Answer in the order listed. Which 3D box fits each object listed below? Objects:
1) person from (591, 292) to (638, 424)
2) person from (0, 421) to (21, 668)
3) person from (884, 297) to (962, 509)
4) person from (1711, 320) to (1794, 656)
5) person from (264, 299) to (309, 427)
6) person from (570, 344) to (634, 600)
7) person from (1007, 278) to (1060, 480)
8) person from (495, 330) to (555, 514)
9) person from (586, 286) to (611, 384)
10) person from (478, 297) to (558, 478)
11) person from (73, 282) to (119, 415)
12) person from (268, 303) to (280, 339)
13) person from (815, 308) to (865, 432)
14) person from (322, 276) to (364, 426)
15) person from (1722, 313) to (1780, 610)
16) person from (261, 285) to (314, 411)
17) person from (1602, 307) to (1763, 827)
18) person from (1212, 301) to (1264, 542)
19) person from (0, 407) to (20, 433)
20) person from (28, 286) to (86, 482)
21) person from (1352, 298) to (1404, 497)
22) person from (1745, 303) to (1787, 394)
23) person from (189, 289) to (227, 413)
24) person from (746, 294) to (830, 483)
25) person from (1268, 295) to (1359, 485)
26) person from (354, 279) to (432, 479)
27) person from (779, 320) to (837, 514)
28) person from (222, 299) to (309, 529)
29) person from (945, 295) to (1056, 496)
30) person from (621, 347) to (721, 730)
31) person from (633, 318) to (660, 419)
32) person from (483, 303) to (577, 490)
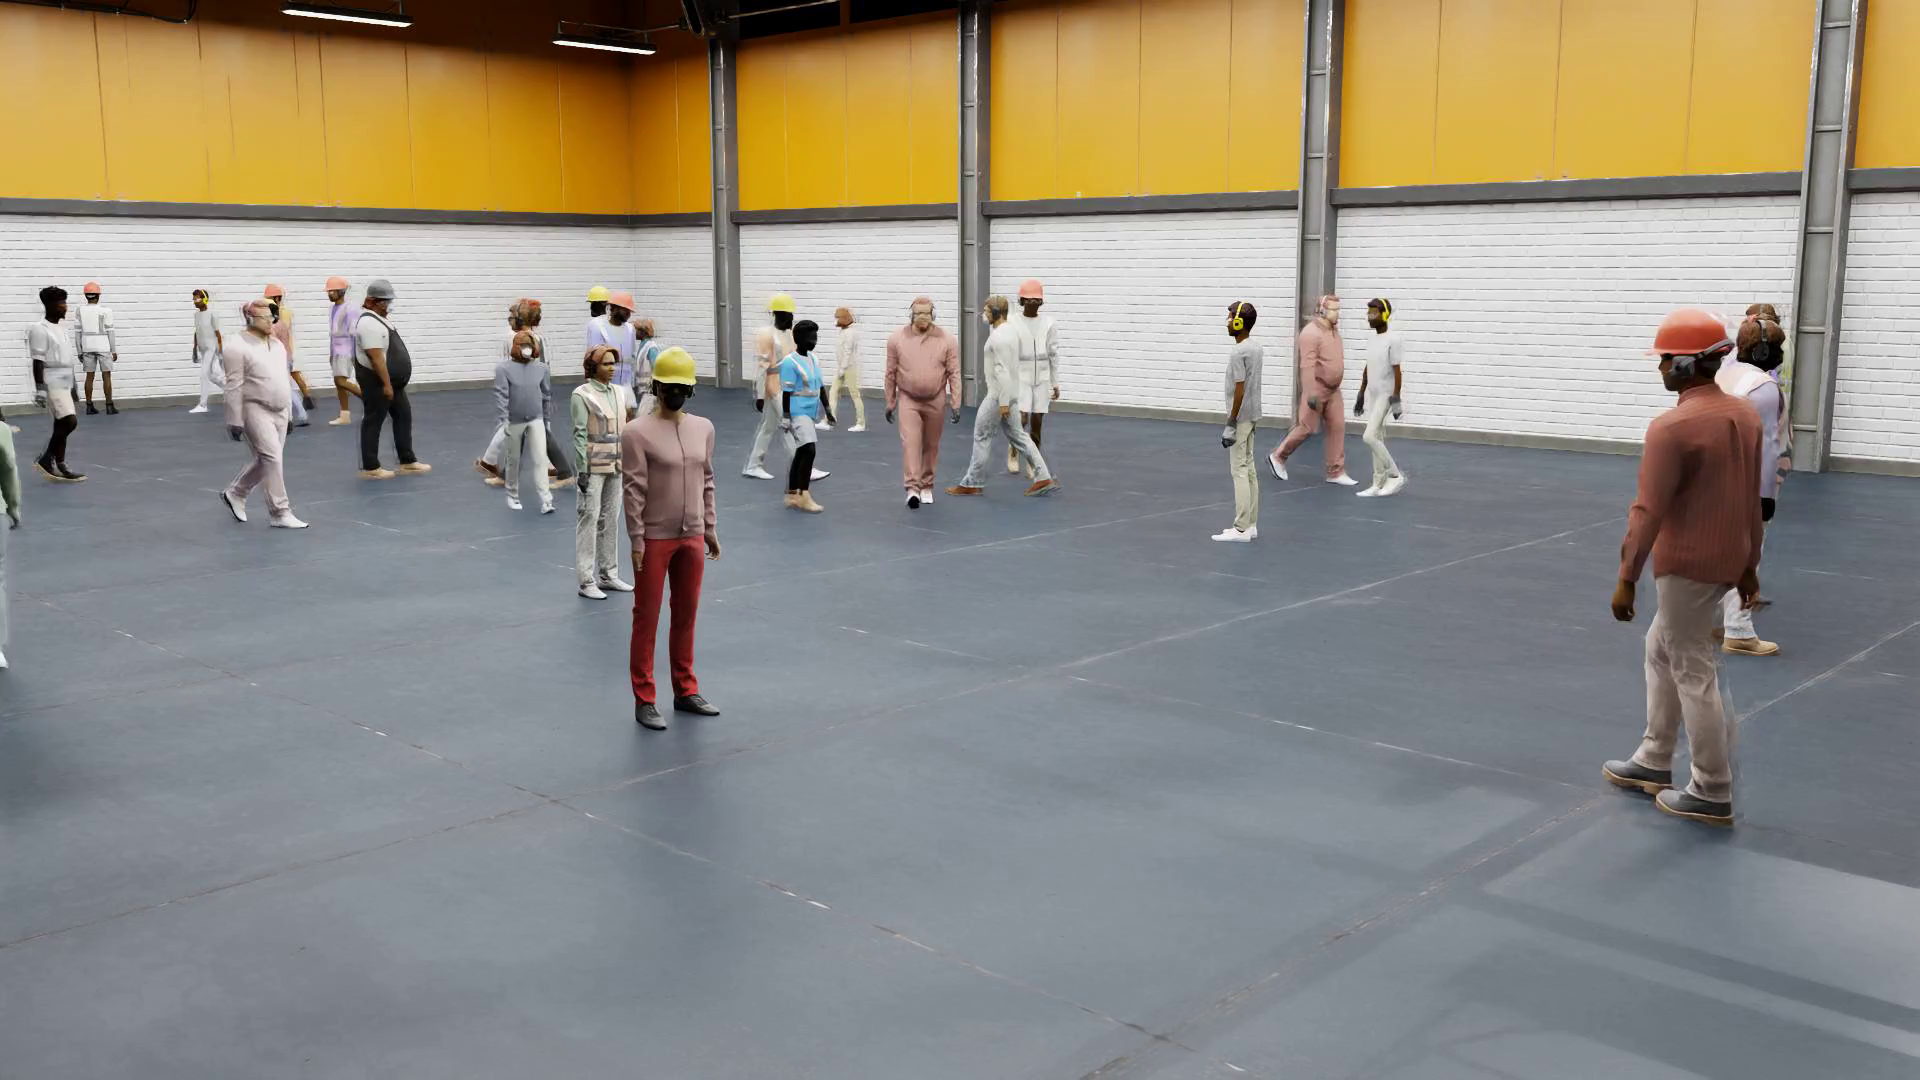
[{"bbox_3d":[-3.621,-1.670,17.571,0.616,1.861,1.005,-8,12,-41],"label":"person"},{"bbox_3d":[-5.322,-0.120,8.931,0.498,1.590,0.859,-5,11,-30],"label":"person"},{"bbox_3d":[-0.317,-1.200,14.706,0.678,1.856,0.965,-1,9,-5],"label":"person"},{"bbox_3d":[4.358,-0.293,9.220,0.429,1.843,0.627,0,9,0],"label":"person"},{"bbox_3d":[-9.168,-2.373,22.345,0.816,1.706,0.592,0,9,-2],"label":"person"},{"bbox_3d":[-2.317,-0.446,10.770,0.313,1.639,0.517,4,10,25],"label":"person"},{"bbox_3d":[0.708,-1.608,16.735,0.605,2.029,0.451,-3,10,-17],"label":"person"},{"bbox_3d":[-3.788,-1.023,14.459,0.505,1.591,0.845,-5,11,-30],"label":"person"},{"bbox_3d":[-3.982,-1.861,18.568,0.372,1.928,0.584,4,10,21],"label":"person"},{"bbox_3d":[-4.448,-1.518,16.762,0.939,1.849,0.611,2,9,10],"label":"person"},{"bbox_3d":[-12.579,-2.786,24.240,0.545,1.929,0.383,-1,9,-3],"label":"person"},{"bbox_3d":[-8.949,-2.236,21.624,0.482,1.672,0.541,-3,10,-19],"label":"person"},{"bbox_3d":[-1.583,-2.196,21.571,0.786,1.599,0.515,-4,10,-21],"label":"person"},{"bbox_3d":[-8.299,-2.549,22.511,0.566,2.029,0.619,-9,13,-43],"label":"person"},{"bbox_3d":[4.909,-0.490,10.411,0.567,1.846,0.389,-9,13,-42],"label":"person"},{"bbox_3d":[-10.037,-2.814,24.555,0.563,1.893,0.986,7,12,38],"label":"person"},{"bbox_3d":[2.744,0.091,6.465,0.654,1.964,0.785,-7,11,-35],"label":"person"},{"bbox_3d":[2.176,-0.915,12.961,0.329,1.867,0.509,5,10,27],"label":"person"},{"bbox_3d":[-12.695,-2.316,21.280,0.922,1.963,0.615,-8,12,-41],"label":"person"},{"bbox_3d":[-8.912,-1.530,16.450,0.420,1.951,0.635,-1,9,-7],"label":"person"},{"bbox_3d":[3.861,-1.304,15.385,0.383,1.853,0.497,-2,9,-11],"label":"person"},{"bbox_3d":[6.919,-1.141,14.465,0.458,1.823,0.649,5,10,28],"label":"person"},{"bbox_3d":[-11.164,-2.826,24.809,0.554,1.836,0.865,5,11,30],"label":"person"},{"bbox_3d":[-1.756,-1.510,16.572,0.983,1.871,0.608,3,10,20],"label":"person"},{"bbox_3d":[3.517,-1.487,16.455,0.639,1.875,0.872,-9,13,-43],"label":"person"},{"bbox_3d":[-5.722,-1.629,16.798,0.792,2.000,0.713,-1,9,-9],"label":"person"},{"bbox_3d":[-1.327,-1.082,14.533,0.527,1.676,0.546,3,10,20],"label":"person"},{"bbox_3d":[-5.773,-1.036,13.672,0.857,1.881,0.651,3,10,16],"label":"person"},{"bbox_3d":[0.417,-1.324,15.440,1.031,1.894,0.650,2,9,11],"label":"person"},{"bbox_3d":[-1.331,-0.014,7.752,0.329,1.765,0.525,9,13,42],"label":"person"},{"bbox_3d":[-3.392,-1.594,17.964,0.890,1.583,0.516,-4,10,-23],"label":"person"},{"bbox_3d":[-4.113,-1.362,15.932,0.937,1.804,0.511,0,9,0],"label":"person"}]
